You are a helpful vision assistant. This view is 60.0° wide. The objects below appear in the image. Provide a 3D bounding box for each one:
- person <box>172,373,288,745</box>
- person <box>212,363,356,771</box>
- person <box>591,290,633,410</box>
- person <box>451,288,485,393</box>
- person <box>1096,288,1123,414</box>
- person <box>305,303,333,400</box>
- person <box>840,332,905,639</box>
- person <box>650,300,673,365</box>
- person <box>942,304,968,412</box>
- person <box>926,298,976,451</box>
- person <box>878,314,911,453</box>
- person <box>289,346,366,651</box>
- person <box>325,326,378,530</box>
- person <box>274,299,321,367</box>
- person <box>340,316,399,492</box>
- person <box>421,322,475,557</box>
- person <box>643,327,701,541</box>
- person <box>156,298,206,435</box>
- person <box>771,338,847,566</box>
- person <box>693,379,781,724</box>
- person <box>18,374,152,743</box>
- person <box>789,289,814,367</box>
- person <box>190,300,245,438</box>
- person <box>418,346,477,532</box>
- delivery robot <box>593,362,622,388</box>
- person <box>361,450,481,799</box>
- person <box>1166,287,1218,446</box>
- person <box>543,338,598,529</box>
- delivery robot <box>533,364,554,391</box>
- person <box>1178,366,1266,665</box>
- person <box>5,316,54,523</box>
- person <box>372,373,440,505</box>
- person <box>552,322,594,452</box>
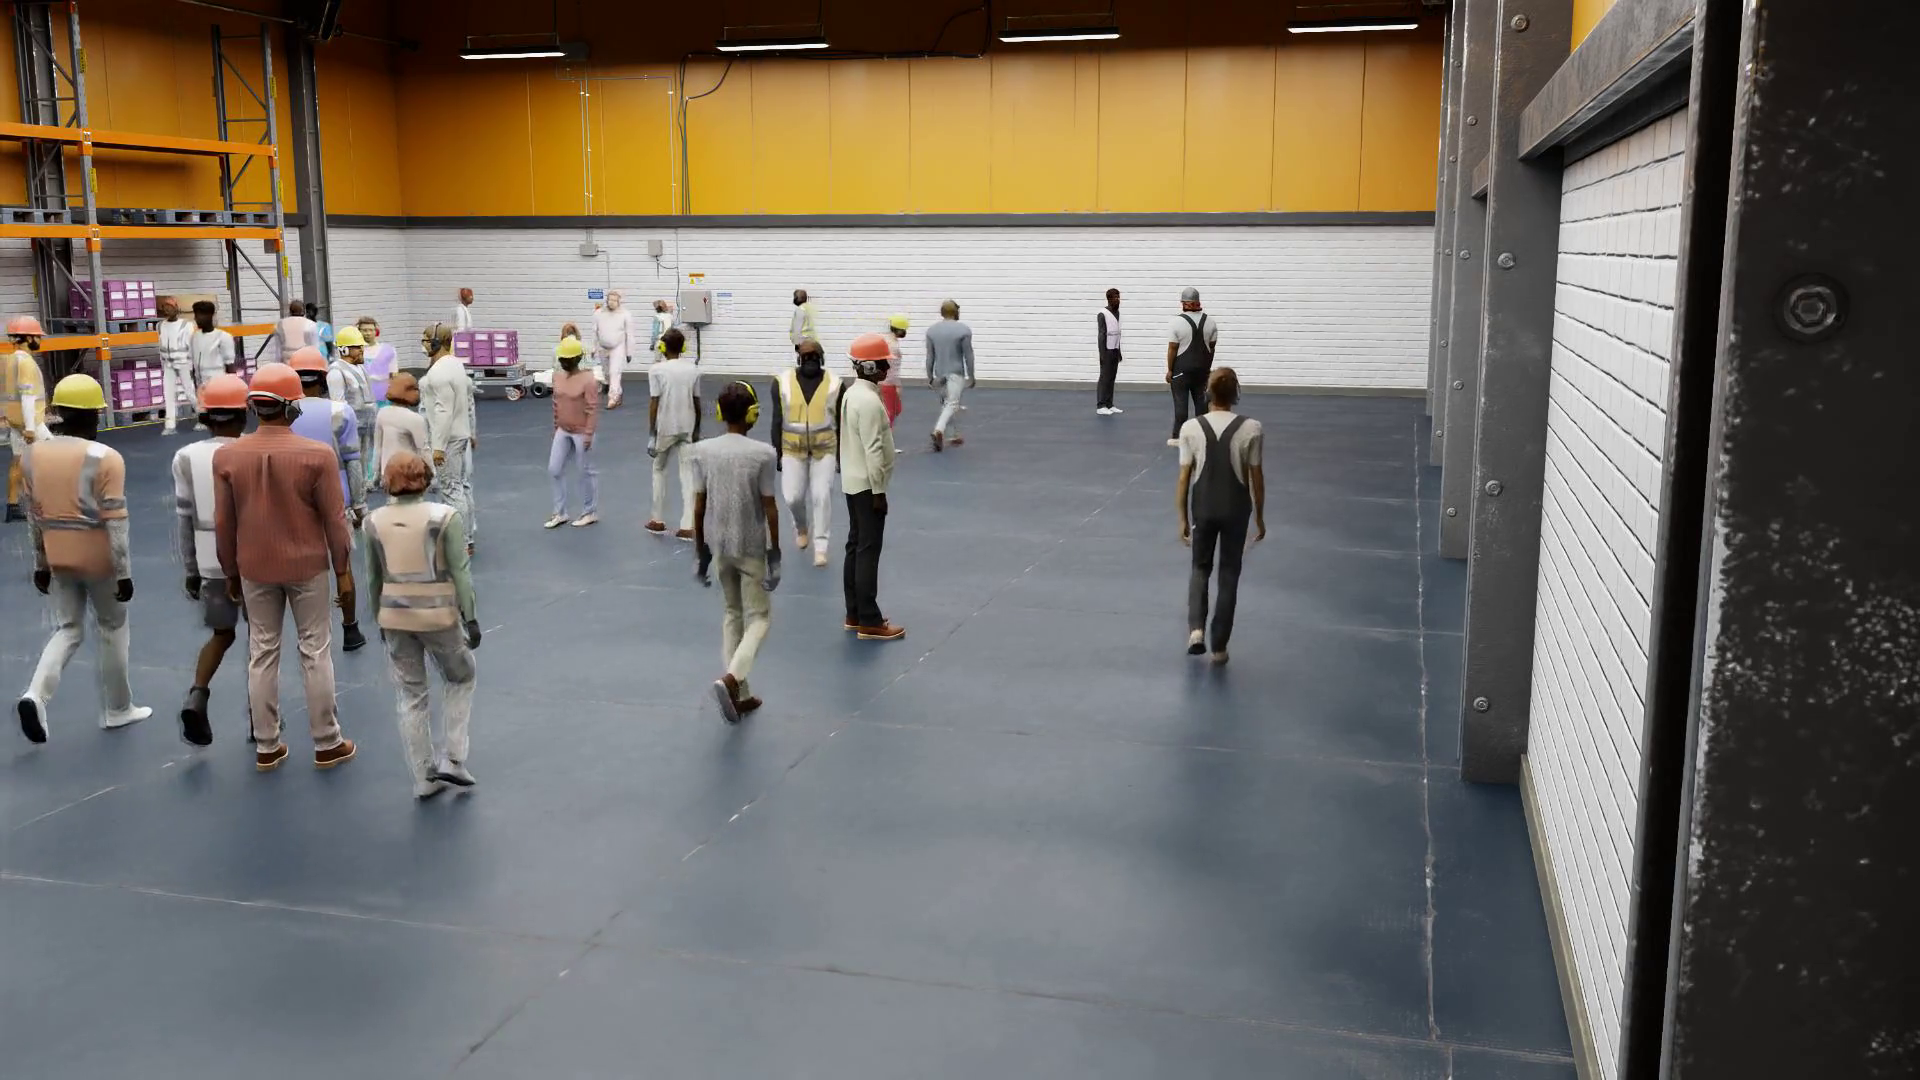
[{"bbox_3d":[-3.697,0.125,8.405,0.548,1.917,0.636,1,10,4],"label":"person"},{"bbox_3d":[-3.274,0.139,8.091,0.622,1.993,0.382,-1,10,-4],"label":"person"},{"bbox_3d":[-5.499,-3.029,26.389,0.643,1.873,0.866,2,10,10],"label":"person"},{"bbox_3d":[-8.774,-3.457,28.901,0.847,1.854,0.598,-1,10,-4],"label":"person"},{"bbox_3d":[2.281,-2.885,25.434,0.371,1.916,0.597,7,12,33],"label":"person"},{"bbox_3d":[-10.053,-2.848,25.881,0.553,1.679,0.368,0,10,-2],"label":"person"},{"bbox_3d":[-0.594,-0.353,10.876,0.379,1.996,0.610,-3,11,-18],"label":"person"},{"bbox_3d":[-5.220,-3.444,29.462,0.444,1.609,0.561,5,11,26],"label":"person"},{"bbox_3d":[-0.054,-2.776,25.473,0.531,1.678,0.560,1,10,8],"label":"person"},{"bbox_3d":[-0.169,-2.085,20.951,0.633,1.911,0.881,6,12,31],"label":"person"},{"bbox_3d":[-0.833,-1.912,20.450,0.470,1.723,0.573,-2,10,-11],"label":"person"},{"bbox_3d":[-4.033,-0.245,10.452,0.542,1.931,0.366,-3,10,-17],"label":"person"},{"bbox_3d":[-5.484,-1.015,15.089,0.404,1.833,0.586,0,10,1],"label":"person"},{"bbox_3d":[-9.330,-2.482,23.445,0.631,1.814,0.817,-1,10,-4],"label":"person"},{"bbox_3d":[-6.122,-1.406,17.321,0.604,1.815,0.791,-4,11,-23],"label":"person"},{"bbox_3d":[-4.174,-0.798,13.556,0.355,1.937,0.634,-1,10,-4],"label":"person"},{"bbox_3d":[-2.547,-0.937,14.613,0.571,1.837,0.822,-6,12,-31],"label":"person"},{"bbox_3d":[-10.680,-2.382,22.804,0.594,1.868,0.837,2,10,11],"label":"person"},{"bbox_3d":[-1.202,-0.718,13.416,0.636,1.826,0.516,0,10,-2],"label":"person"},{"bbox_3d":[-1.207,0.080,8.855,0.525,1.854,0.645,3,10,17],"label":"person"},{"bbox_3d":[-4.559,0.100,8.575,0.595,1.903,0.731,2,10,10],"label":"person"},{"bbox_3d":[-2.671,-3.414,28.701,0.635,1.825,0.635,1,10,4],"label":"person"},{"bbox_3d":[-8.637,-1.819,19.332,0.608,1.948,0.710,4,11,22],"label":"person"},{"bbox_3d":[-4.557,-0.910,14.819,0.490,1.715,0.722,-3,10,-17],"label":"person"},{"bbox_3d":[-6.207,-2.835,28.743,0.477,0.478,0.707,9,14,43],"label":"delivery robot"},{"bbox_3d":[-2.475,0.393,7.707,0.583,1.611,0.393,2,10,8],"label":"person"},{"bbox_3d":[2.917,-2.224,21.341,0.678,2.000,0.537,-4,11,-21],"label":"person"},{"bbox_3d":[-3.520,-0.953,15.012,0.560,1.725,0.648,5,11,26],"label":"person"},{"bbox_3d":[-6.853,-2.738,28.195,0.707,0.478,0.477,0,10,1],"label":"delivery robot"},{"bbox_3d":[1.607,-0.145,10.171,0.518,1.830,0.403,3,10,17],"label":"person"},{"bbox_3d":[-8.537,-1.122,15.492,0.564,1.904,0.840,9,14,43],"label":"person"},{"bbox_3d":[-4.200,-0.483,12.747,0.510,1.586,0.848,8,13,38],"label":"person"},{"bbox_3d":[-4.855,-1.928,20.857,0.505,1.614,0.653,-6,12,-31],"label":"person"}]
